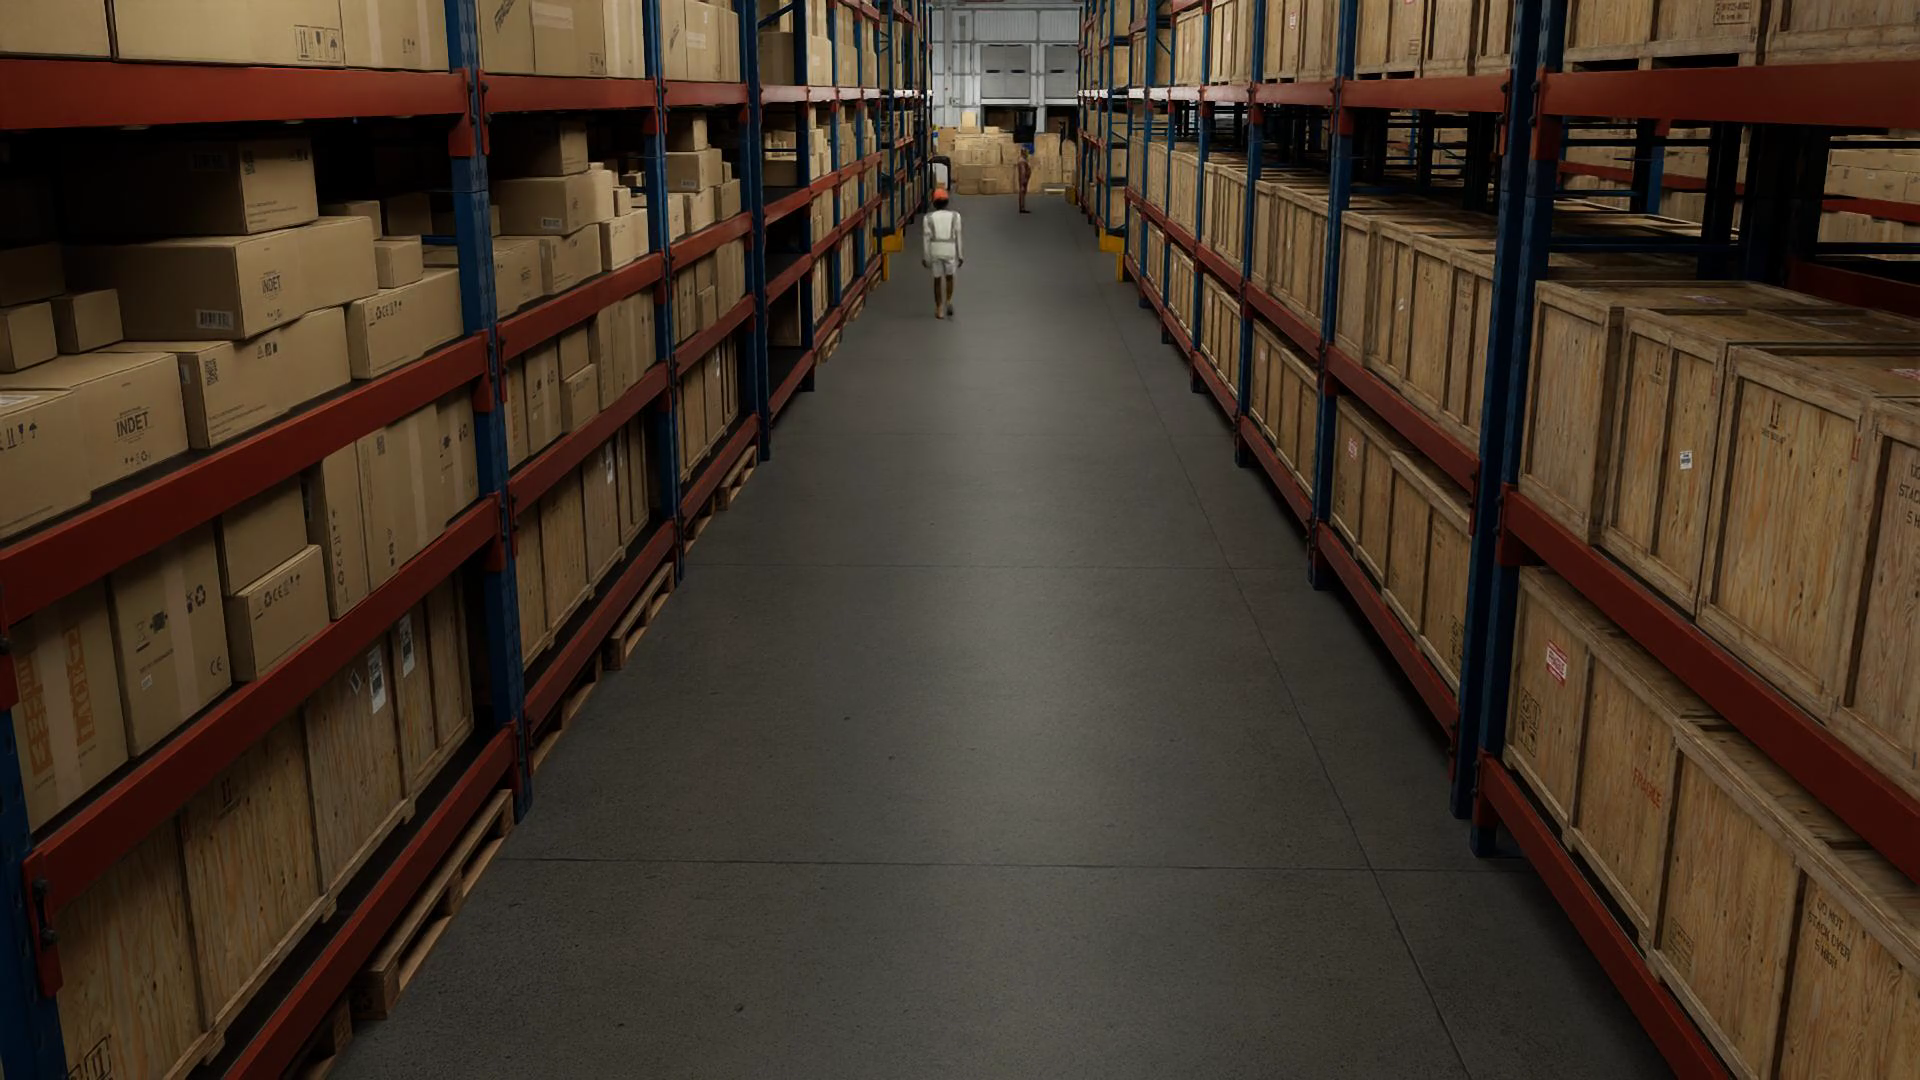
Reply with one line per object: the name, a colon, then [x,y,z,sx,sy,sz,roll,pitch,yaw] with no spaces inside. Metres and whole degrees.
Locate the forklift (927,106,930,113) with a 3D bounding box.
forklift: [-2.001,-20.667,84.687,1.129,2.768,1.873,0,15,2]

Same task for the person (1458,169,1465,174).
person: [10.610,-6.919,35.367,0.376,1.919,0.595,0,15,1]

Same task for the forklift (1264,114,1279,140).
forklift: [11.030,-14.024,59.972,1.129,2.768,1.873,0,15,2]

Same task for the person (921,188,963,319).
person: [-0.291,-4.499,26.154,0.651,2.020,0.580,-1,15,-5]

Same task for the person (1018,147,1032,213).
person: [1.921,-10.668,49.341,0.401,1.906,0.652,0,15,1]

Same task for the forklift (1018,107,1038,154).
forklift: [3.306,-19.729,81.196,1.129,2.768,1.873,-7,17,-24]

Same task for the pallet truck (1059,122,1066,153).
pallet truck: [5.788,-21.111,88.014,1.885,1.965,0.823,5,16,18]
